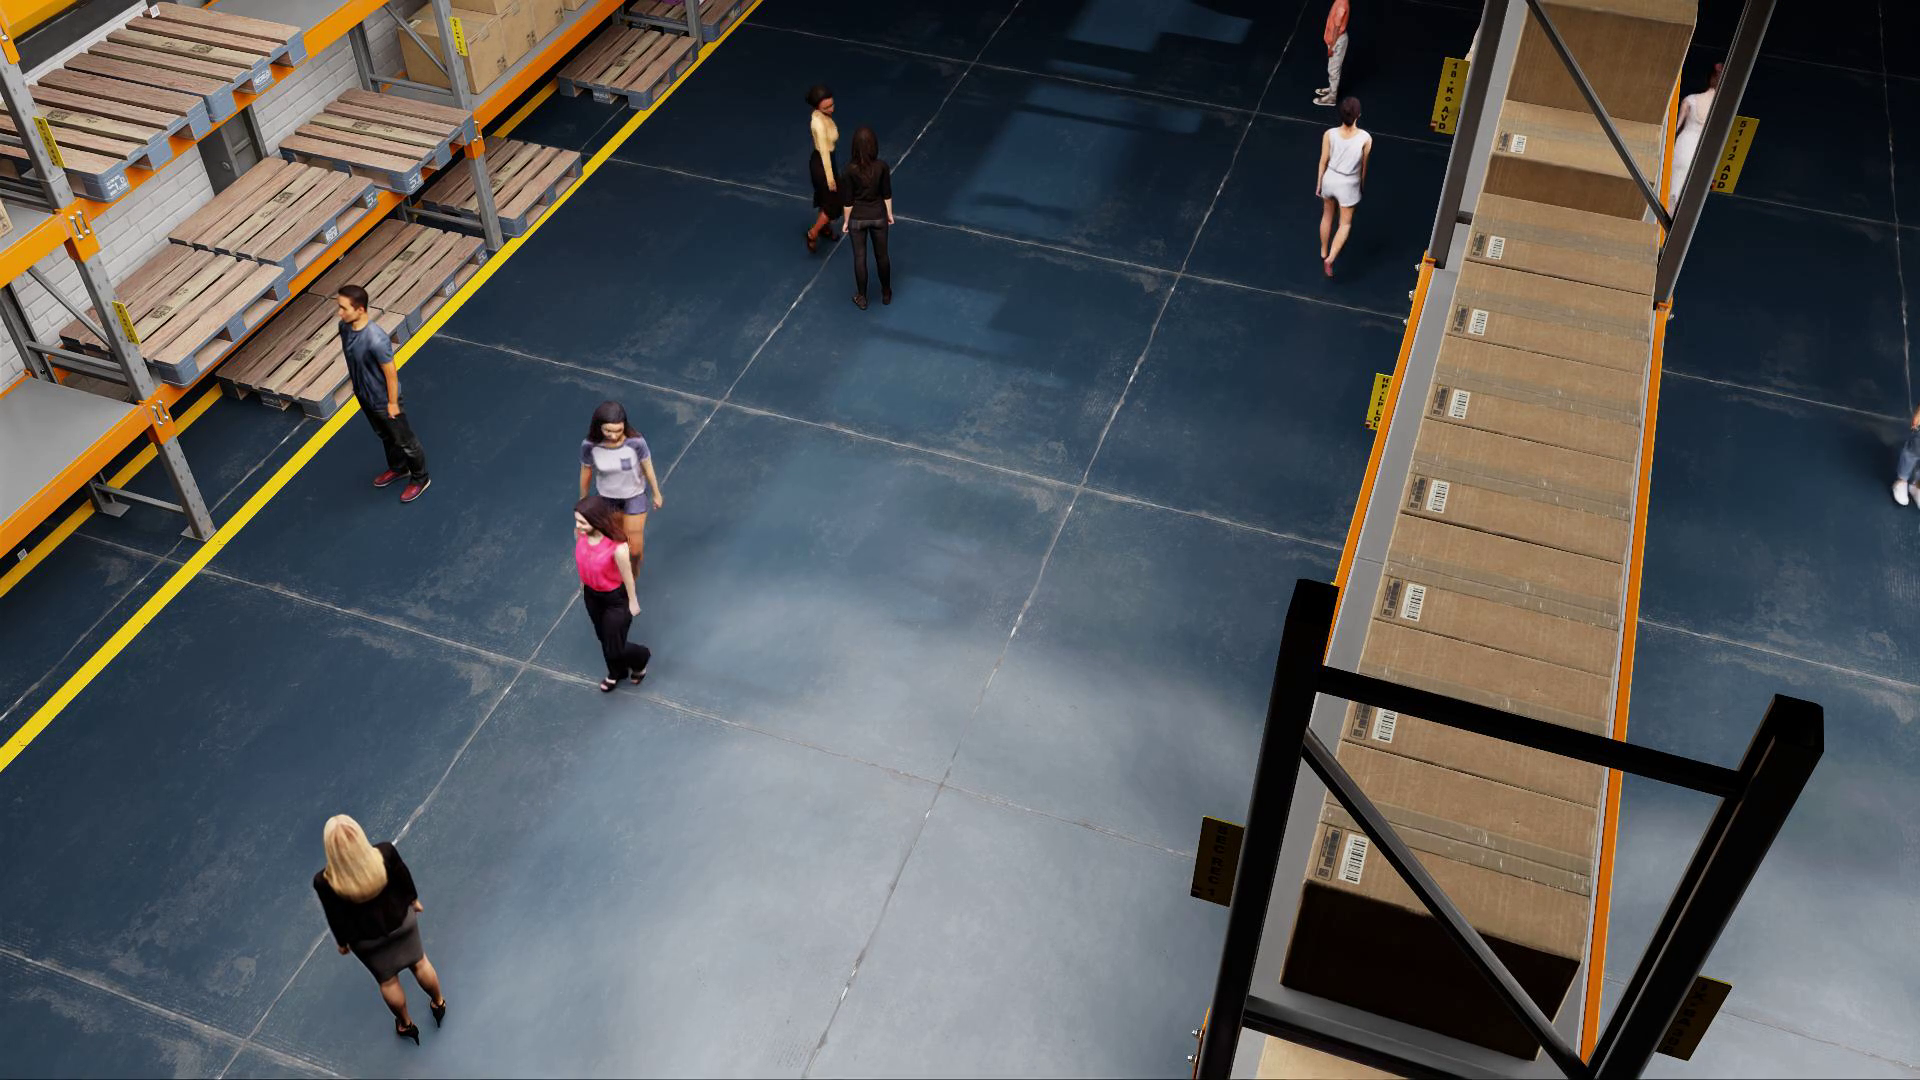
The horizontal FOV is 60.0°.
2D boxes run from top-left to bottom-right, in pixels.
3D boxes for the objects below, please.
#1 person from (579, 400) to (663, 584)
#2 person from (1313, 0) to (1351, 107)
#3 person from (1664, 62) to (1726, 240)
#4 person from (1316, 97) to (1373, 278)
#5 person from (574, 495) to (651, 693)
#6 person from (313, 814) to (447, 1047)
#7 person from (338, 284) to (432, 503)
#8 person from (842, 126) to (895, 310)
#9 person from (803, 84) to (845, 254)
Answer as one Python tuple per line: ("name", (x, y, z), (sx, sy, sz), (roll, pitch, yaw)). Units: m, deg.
("person", (-2.257, -0.334, 11.272), (0.851, 1.696, 0.935), (3, 44, 3))
("person", (3.724, -4.930, 16.378), (0.537, 1.307, 0.408), (11, 45, 12))
("person", (6.233, -3.223, 14.247), (0.592, 1.775, 0.817), (11, 45, 11))
("person", (3.224, -2.974, 14.120), (0.605, 1.590, 0.869), (17, 46, 17))
("person", (-2.194, 0.328, 10.608), (0.676, 1.653, 0.704), (25, 49, 24))
("person", (-3.013, 2.035, 8.679), (0.647, 1.843, 0.758), (-30, 51, -27))
("person", (-4.174, -1.074, 11.966), (0.709, 1.810, 0.653), (28, 50, 26))
("person", (-0.762, -2.658, 13.751), (0.664, 1.641, 0.690), (-11, 45, -11))
("person", (-1.190, -3.151, 14.268), (0.831, 1.642, 0.732), (-11, 45, -12))
